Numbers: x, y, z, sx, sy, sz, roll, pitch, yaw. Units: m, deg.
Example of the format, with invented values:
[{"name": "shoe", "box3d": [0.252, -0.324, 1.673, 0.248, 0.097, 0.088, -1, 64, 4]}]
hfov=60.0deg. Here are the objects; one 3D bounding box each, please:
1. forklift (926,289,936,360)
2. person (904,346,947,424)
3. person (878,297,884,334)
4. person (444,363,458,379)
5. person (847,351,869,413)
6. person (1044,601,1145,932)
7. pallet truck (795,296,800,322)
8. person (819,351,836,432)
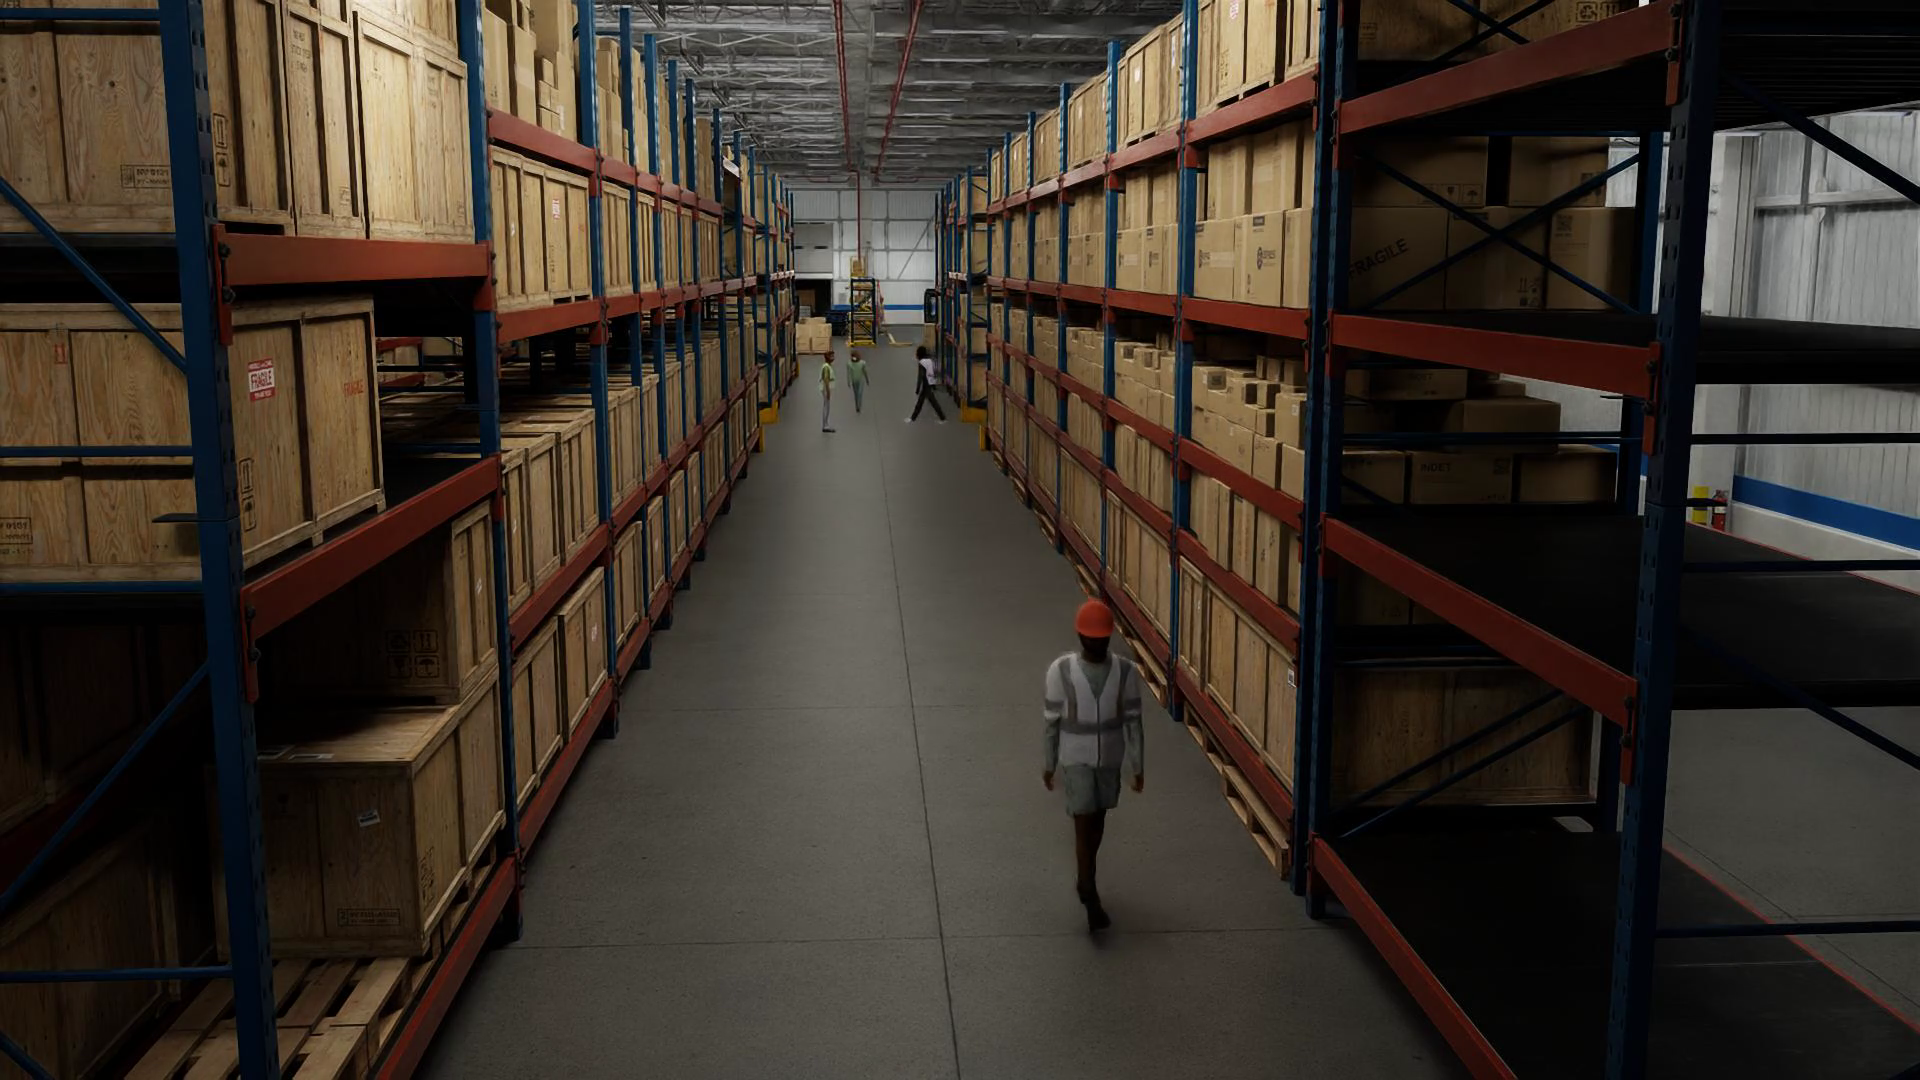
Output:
[{"name": "forklift", "box3d": [-0.829, -8.174, 63.295, 1.129, 2.768, 1.873, -1, 10, -3]}, {"name": "person", "box3d": [-0.785, -3.658, 39.437, 1.098, 1.858, 0.606, 3, 10, 16]}, {"name": "person", "box3d": [-4.227, -12.043, 89.211, 0.366, 1.938, 0.630, 0, 10, -2]}, {"name": "person", "box3d": [-9.311, -2.253, 30.562, 0.623, 2.005, 1.021, -1, 10, -9]}, {"name": "person", "box3d": [-2.605, -4.078, 42.702, 0.531, 1.583, 0.816, 2, 10, 10]}, {"name": "person", "box3d": [0.803, 1.297, 9.663, 0.569, 1.888, 0.957, -2, 10, -9]}, {"name": "pallet truck", "box3d": [-8.622, -12.439, 91.403, 1.885, 1.965, 0.823, 2, 10, 13]}, {"name": "person", "box3d": [-3.005, -3.360, 37.618, 0.384, 1.845, 0.565, 0, 10, -2]}]
